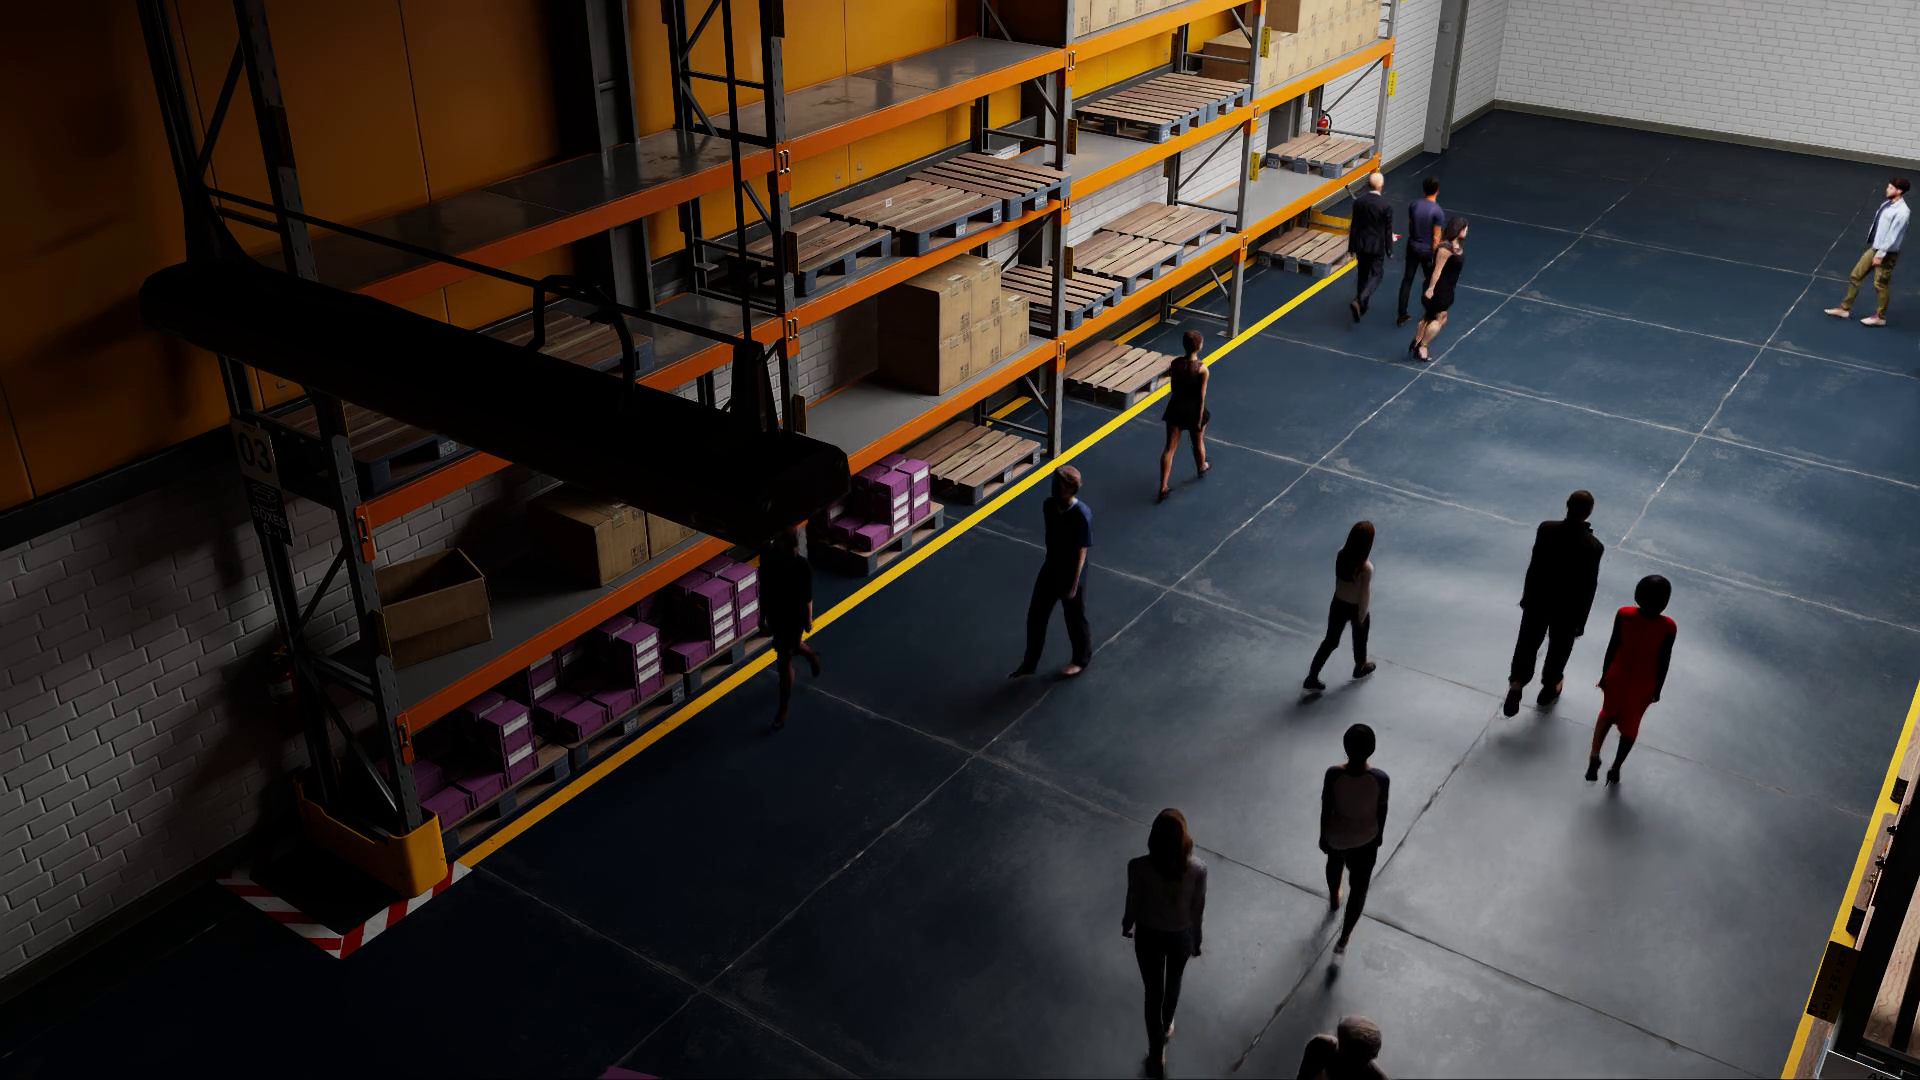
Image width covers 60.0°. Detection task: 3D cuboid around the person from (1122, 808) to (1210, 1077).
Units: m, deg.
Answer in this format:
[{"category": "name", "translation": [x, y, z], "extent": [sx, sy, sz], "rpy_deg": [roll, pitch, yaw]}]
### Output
[{"category": "person", "translation": [1.145, 2.305, 9.310], "extent": [0.762, 1.783, 0.820], "rpy_deg": [2, 29, 4]}]

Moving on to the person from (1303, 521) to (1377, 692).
[{"category": "person", "translation": [2.960, 0.538, 12.890], "extent": [1.031, 1.456, 0.720], "rpy_deg": [-21, 35, -33]}]

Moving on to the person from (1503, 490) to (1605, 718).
[{"category": "person", "translation": [4.436, 0.512, 12.496], "extent": [0.684, 1.879, 1.071], "rpy_deg": [19, 34, 31]}]

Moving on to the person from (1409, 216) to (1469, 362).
[{"category": "person", "translation": [5.348, -2.819, 18.818], "extent": [0.826, 1.672, 0.730], "rpy_deg": [15, 32, 25]}]

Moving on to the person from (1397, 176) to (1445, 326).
[{"category": "person", "translation": [5.433, -3.411, 19.827], "extent": [0.680, 1.746, 1.049], "rpy_deg": [23, 36, 35]}]

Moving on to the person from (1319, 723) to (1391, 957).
[{"category": "person", "translation": [2.434, 1.870, 10.361], "extent": [0.711, 1.539, 1.027], "rpy_deg": [11, 30, 19]}]

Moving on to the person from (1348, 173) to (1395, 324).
[{"category": "person", "translation": [4.896, -3.480, 19.913], "extent": [0.696, 1.785, 1.006], "rpy_deg": [19, 34, 31]}]

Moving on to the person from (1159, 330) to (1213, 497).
[{"category": "person", "translation": [2.106, -1.177, 15.861], "extent": [0.575, 1.623, 1.106], "rpy_deg": [19, 34, 30]}]

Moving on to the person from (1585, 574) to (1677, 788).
[{"category": "person", "translation": [4.684, 1.045, 11.666], "extent": [0.561, 1.737, 0.704], "rpy_deg": [19, 34, 31]}]

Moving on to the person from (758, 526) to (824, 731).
[{"category": "person", "translation": [-1.278, 0.560, 12.625], "extent": [0.671, 1.671, 1.083], "rpy_deg": [15, 32, 25]}]

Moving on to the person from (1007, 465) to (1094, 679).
[{"category": "person", "translation": [0.894, 0.249, 13.011], "extent": [1.002, 1.848, 0.788], "rpy_deg": [-25, 37, -37]}]

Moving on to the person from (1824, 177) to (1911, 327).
[{"category": "person", "translation": [11.063, -3.400, 19.762], "extent": [0.993, 1.788, 0.992], "rpy_deg": [2, 29, 4]}]

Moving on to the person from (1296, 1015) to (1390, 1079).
[{"category": "person", "translation": [1.873, 2.925, 8.237], "extent": [1.023, 1.722, 0.783], "rpy_deg": [-22, 35, -34]}]
